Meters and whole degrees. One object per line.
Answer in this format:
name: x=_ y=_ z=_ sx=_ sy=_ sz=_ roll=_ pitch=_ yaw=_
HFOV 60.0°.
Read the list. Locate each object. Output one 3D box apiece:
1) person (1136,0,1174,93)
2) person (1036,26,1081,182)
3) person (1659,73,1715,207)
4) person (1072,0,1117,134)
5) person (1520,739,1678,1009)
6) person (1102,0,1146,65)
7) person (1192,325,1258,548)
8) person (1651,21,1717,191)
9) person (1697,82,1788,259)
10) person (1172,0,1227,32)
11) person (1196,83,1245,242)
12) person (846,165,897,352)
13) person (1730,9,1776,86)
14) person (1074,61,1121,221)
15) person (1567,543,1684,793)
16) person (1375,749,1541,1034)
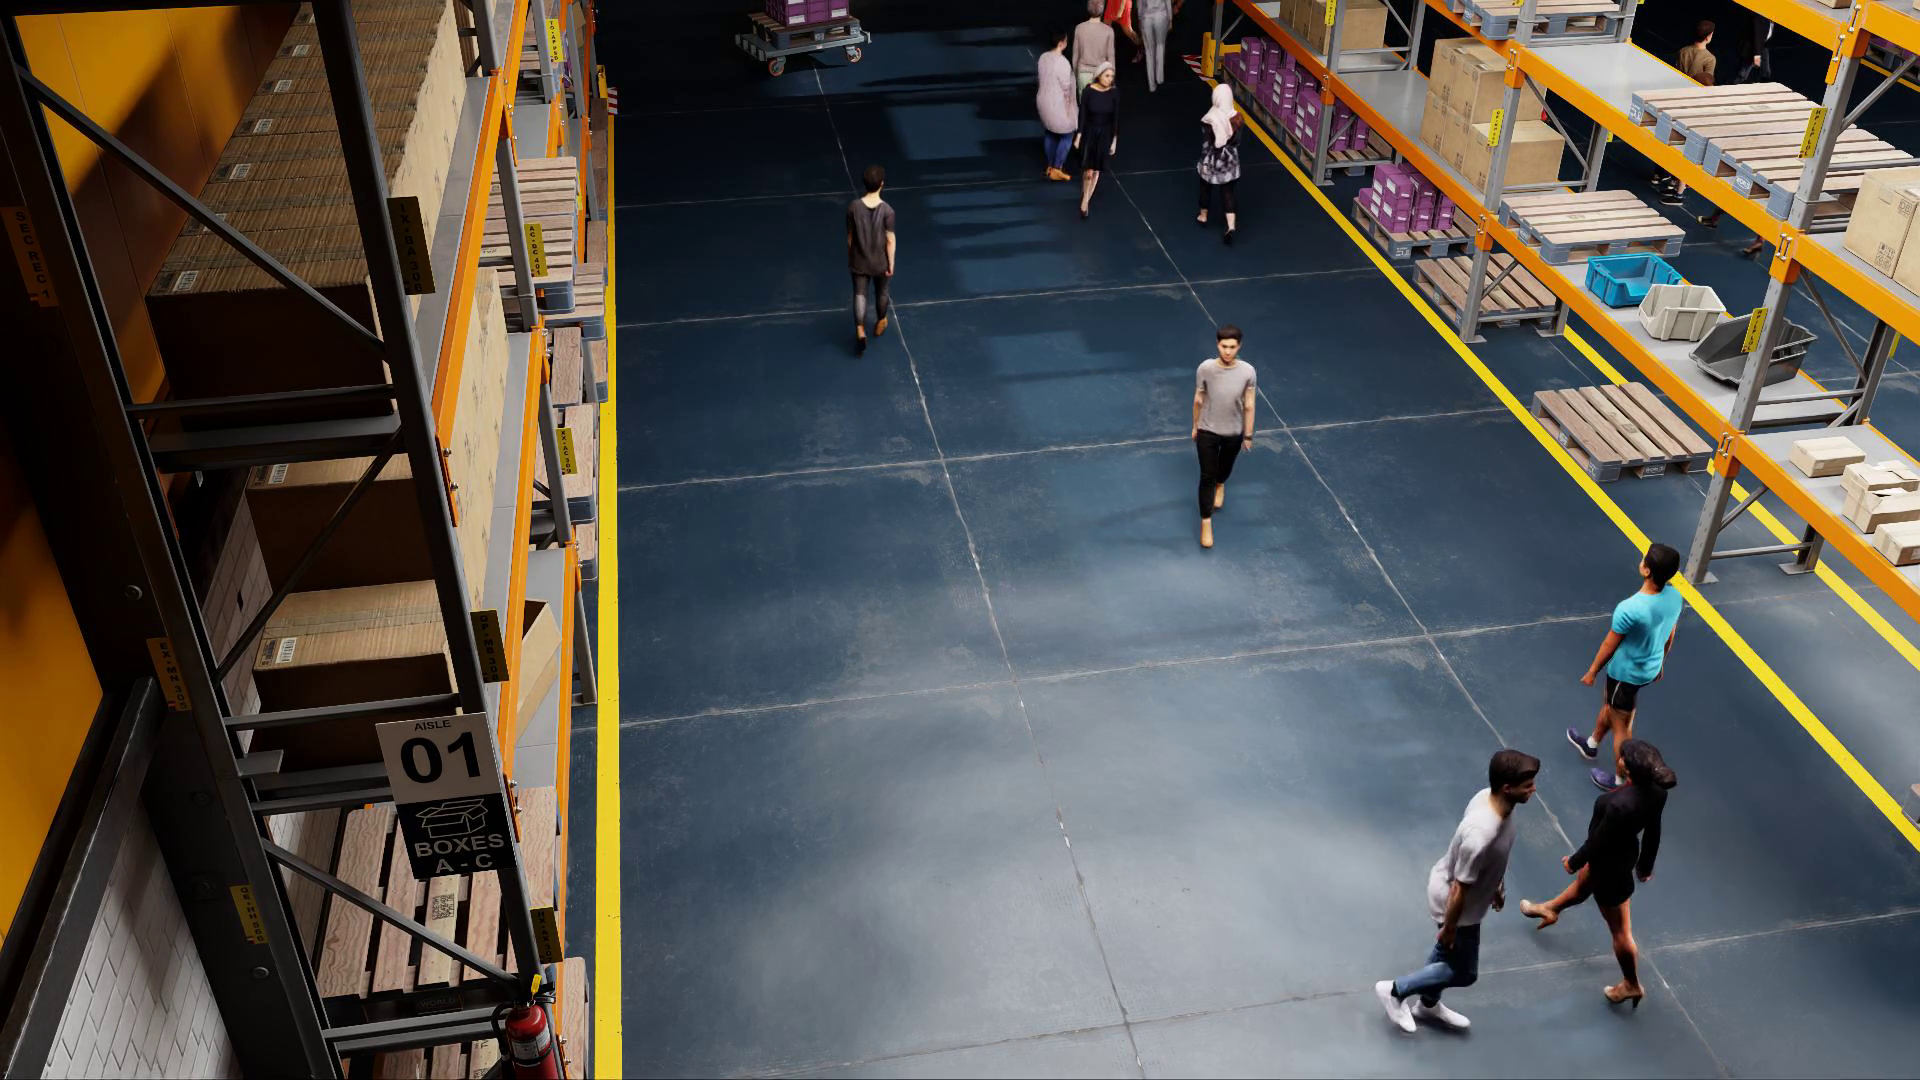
person: x=2.444 y=-6.569 z=21.154 sx=0.767 sy=1.748 sz=0.805 roll=10 pitch=35 yaw=14
person: x=1.024 y=-4.871 z=18.608 sx=0.895 sy=1.738 sz=0.774 roll=-22 pitch=39 yaw=-29
person: x=7.958 y=-4.392 z=18.149 sx=0.656 sy=1.449 sz=0.559 roll=11 pitch=35 yaw=17
person: x=1.502 y=-5.256 z=19.077 sx=0.764 sy=1.859 sz=0.766 roll=5 pitch=34 yaw=7
person: x=3.484 y=1.795 z=8.718 sx=0.885 sy=1.584 sz=1.128 roll=-24 pitch=40 yaw=-31
person: x=2.178 y=-7.059 z=21.952 sx=0.972 sy=1.680 sz=1.118 roll=-21 pitch=39 yaw=-29
person: x=1.995 y=-0.876 z=12.648 sx=0.828 sy=1.682 sz=1.186 roll=4 pitch=34 yaw=6
person: x=8.057 y=-4.830 z=18.443 sx=0.791 sy=1.852 sz=0.631 roll=-17 pitch=37 yaw=-24
person: x=8.147 y=-3.707 z=16.854 sx=0.796 sy=1.741 sz=1.164 roll=-14 pitch=36 yaw=-20
person: x=3.394 y=-8.064 z=23.334 sx=1.189 sy=1.823 sz=1.093 roll=24 pitch=40 yaw=31
person: x=2.737 y=-3.890 z=17.251 sx=0.647 sy=1.606 sz=1.056 roll=-7 pitch=34 yaw=-10
person: x=-0.835 y=-2.548 z=15.151 sx=0.782 sy=1.696 sz=1.066 roll=3 pitch=34 yaw=4
person: x=9.084 y=-5.664 z=19.137 sx=0.829 sy=1.770 sz=0.876 roll=29 pitch=43 yaw=36
person: x=1.442 y=-4.259 z=17.694 sx=0.641 sy=1.729 sz=0.689 roll=-1 pitch=34 yaw=-2
person: x=4.113 y=0.840 z=9.995 sx=0.792 sy=1.761 sz=0.929 roll=-17 pitch=37 yaw=-23
person: x=2.479 y=1.780 z=8.483 sx=0.941 sy=1.869 sz=0.883 roll=18 pitch=38 yaw=25
